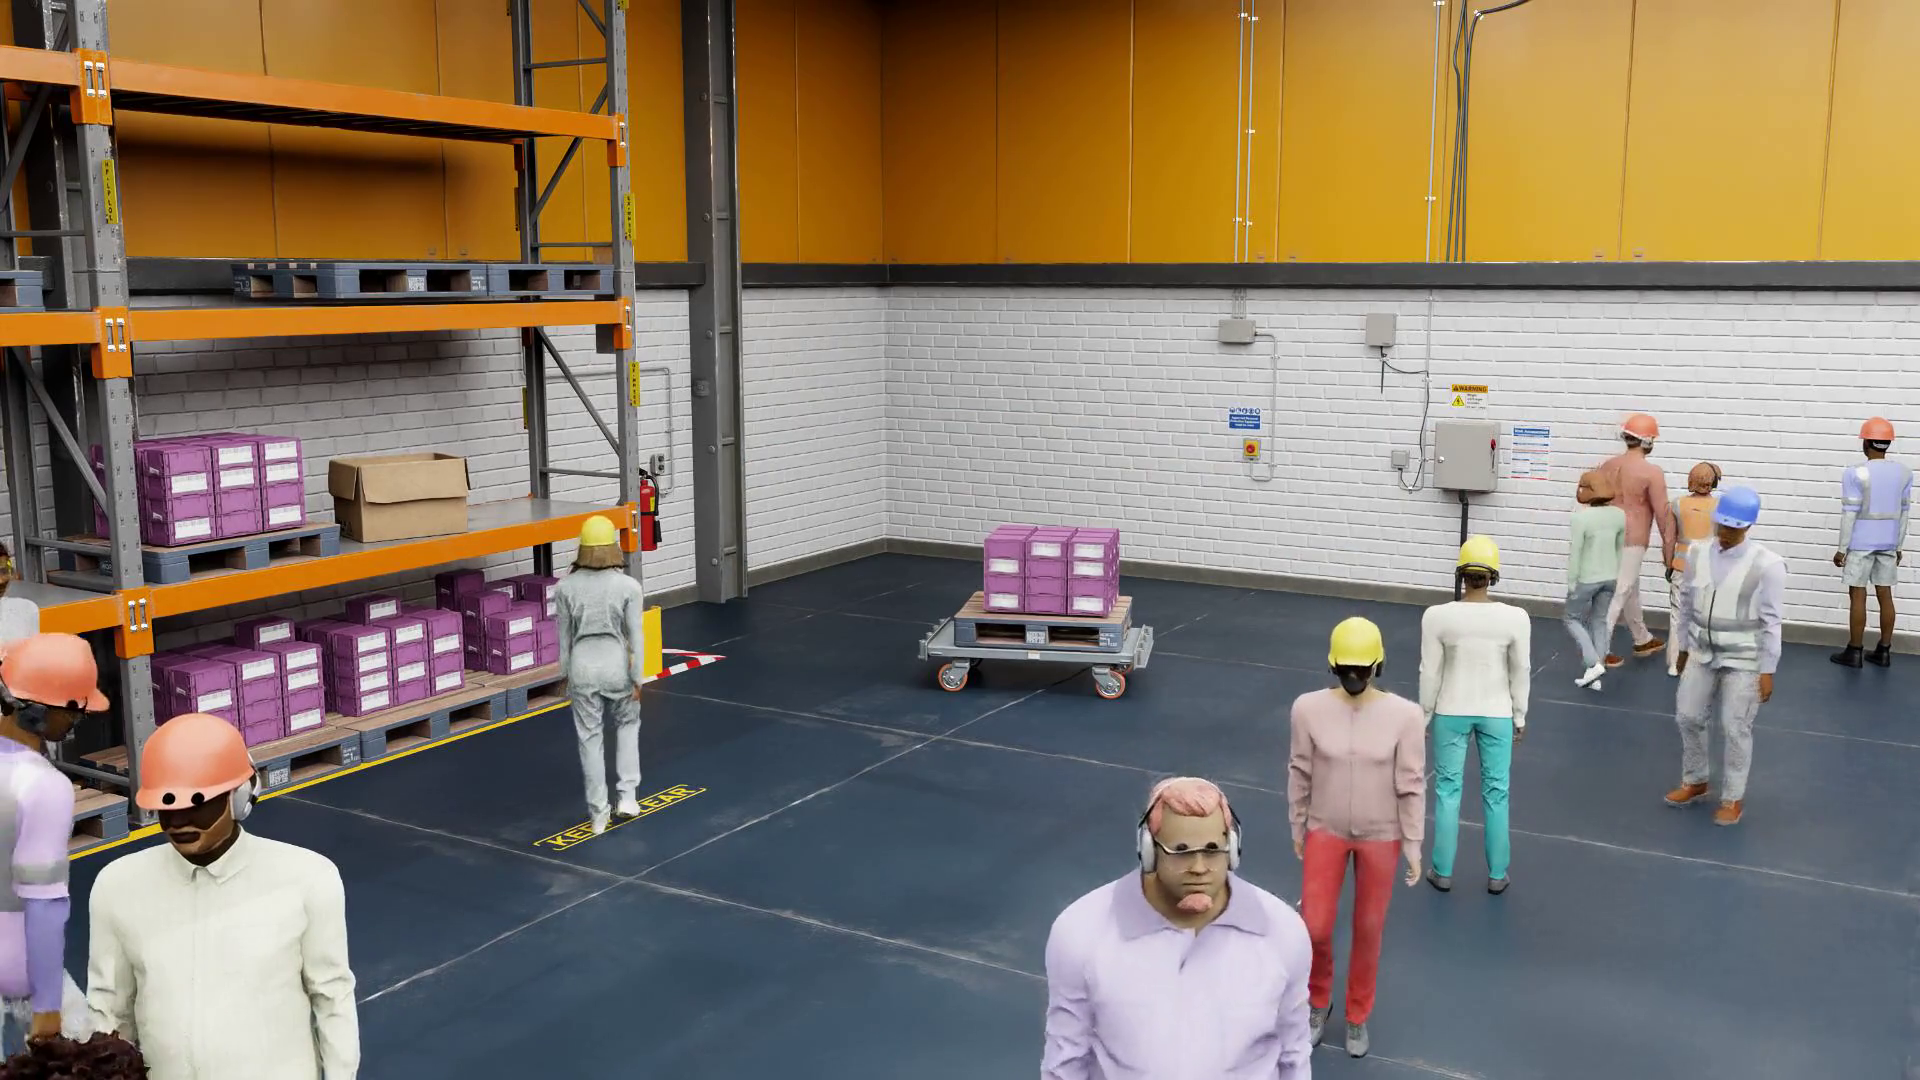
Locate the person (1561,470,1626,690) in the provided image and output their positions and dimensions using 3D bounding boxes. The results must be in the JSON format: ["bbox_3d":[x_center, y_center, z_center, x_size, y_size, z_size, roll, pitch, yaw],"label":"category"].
[{"bbox_3d":[4.602,0.300,12.067,0.500,1.621,0.370,-3,10,-18],"label":"person"}]

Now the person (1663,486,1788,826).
[{"bbox_3d":[4.180,0.634,9.090,0.522,1.911,0.637,-6,11,-32],"label":"person"}]

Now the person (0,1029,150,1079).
[{"bbox_3d":[-1.304,1.673,2.570,0.627,1.925,0.913,5,10,30],"label":"person"}]

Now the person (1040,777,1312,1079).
[{"bbox_3d":[0.505,1.470,3.891,0.639,1.895,0.496,1,9,4],"label":"person"}]

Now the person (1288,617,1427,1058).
[{"bbox_3d":[1.518,1.143,6.397,0.521,1.746,0.405,2,9,14],"label":"person"}]

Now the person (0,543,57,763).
[{"bbox_3d":[-4.387,0.899,7.585,0.322,1.862,0.512,6,11,33],"label":"person"}]

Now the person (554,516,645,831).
[{"bbox_3d":[-1.959,0.718,9.130,0.489,1.725,0.510,-1,9,-5],"label":"person"}]

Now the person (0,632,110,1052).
[{"bbox_3d":[-2.798,1.251,5.040,0.596,1.961,1.012,5,10,26],"label":"person"}]

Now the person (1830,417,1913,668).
[{"bbox_3d":[6.996,0.021,12.808,0.547,1.938,0.379,-1,9,-5],"label":"person"}]

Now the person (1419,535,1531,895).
[{"bbox_3d":[2.505,0.855,8.136,0.522,1.769,0.317,2,9,12],"label":"person"}]

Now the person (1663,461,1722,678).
[{"bbox_3d":[5.497,0.237,12.384,0.514,1.642,0.310,8,12,42],"label":"person"}]

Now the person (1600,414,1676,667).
[{"bbox_3d":[5.261,0.006,12.863,0.972,1.951,0.620,-3,9,-16],"label":"person"}]

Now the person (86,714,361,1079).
[{"bbox_3d":[-1.802,1.391,4.083,0.626,1.992,0.387,-1,9,-8],"label":"person"}]
